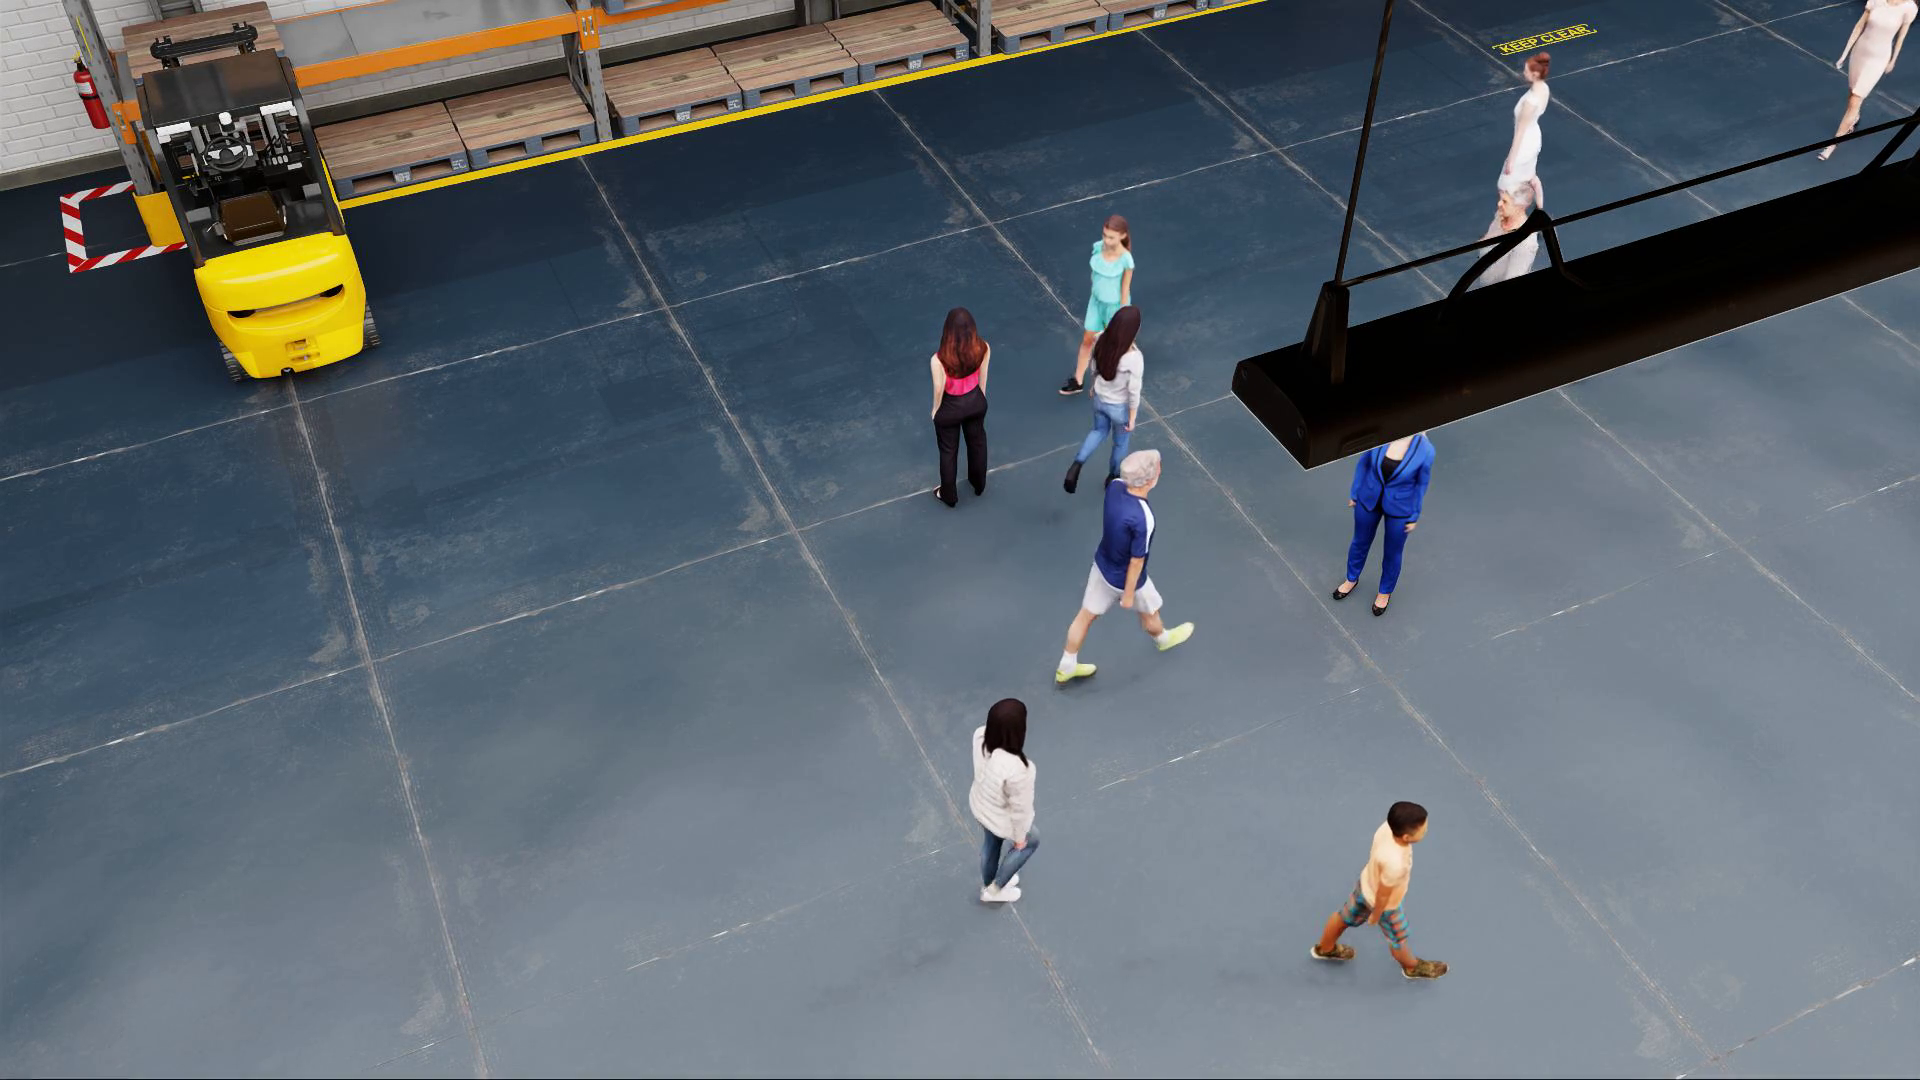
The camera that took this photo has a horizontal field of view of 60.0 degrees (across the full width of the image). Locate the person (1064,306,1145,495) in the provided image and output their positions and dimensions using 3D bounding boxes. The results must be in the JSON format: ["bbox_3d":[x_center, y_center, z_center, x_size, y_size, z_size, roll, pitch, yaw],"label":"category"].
[{"bbox_3d":[1.017,-0.915,11.623,0.947,1.614,0.793,-34,53,-30],"label":"person"}]

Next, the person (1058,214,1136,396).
[{"bbox_3d":[1.179,-1.813,12.622,0.973,1.536,0.756,-34,53,-30],"label":"person"}]

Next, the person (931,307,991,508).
[{"bbox_3d":[0.001,-0.933,11.609,0.457,1.660,0.638,-20,47,-20],"label":"person"}]

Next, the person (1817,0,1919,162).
[{"bbox_3d":[8.306,-4.391,15.148,1.165,1.784,0.800,-33,52,-30],"label":"person"}]

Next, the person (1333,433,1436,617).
[{"bbox_3d":[2.786,-0.238,10.850,0.713,1.701,0.729,24,48,23],"label":"person"}]

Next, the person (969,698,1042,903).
[{"bbox_3d":[0.170,1.496,9.082,0.636,1.629,0.691,-25,49,-24],"label":"person"}]

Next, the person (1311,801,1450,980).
[{"bbox_3d":[2.168,1.862,8.843,1.027,1.429,0.827,2,44,2],"label":"person"}]

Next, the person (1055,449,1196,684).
[{"bbox_3d":[0.922,0.231,10.308,1.222,1.769,0.683,-20,47,-20],"label":"person"}]

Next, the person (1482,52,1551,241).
[{"bbox_3d":[4.725,-3.257,13.956,0.972,1.786,0.860,24,49,23],"label":"person"}]

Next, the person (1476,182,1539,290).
[{"bbox_3d":[4.096,-1.819,12.388,1.248,1.868,0.948,-8,44,-8],"label":"person"}]
